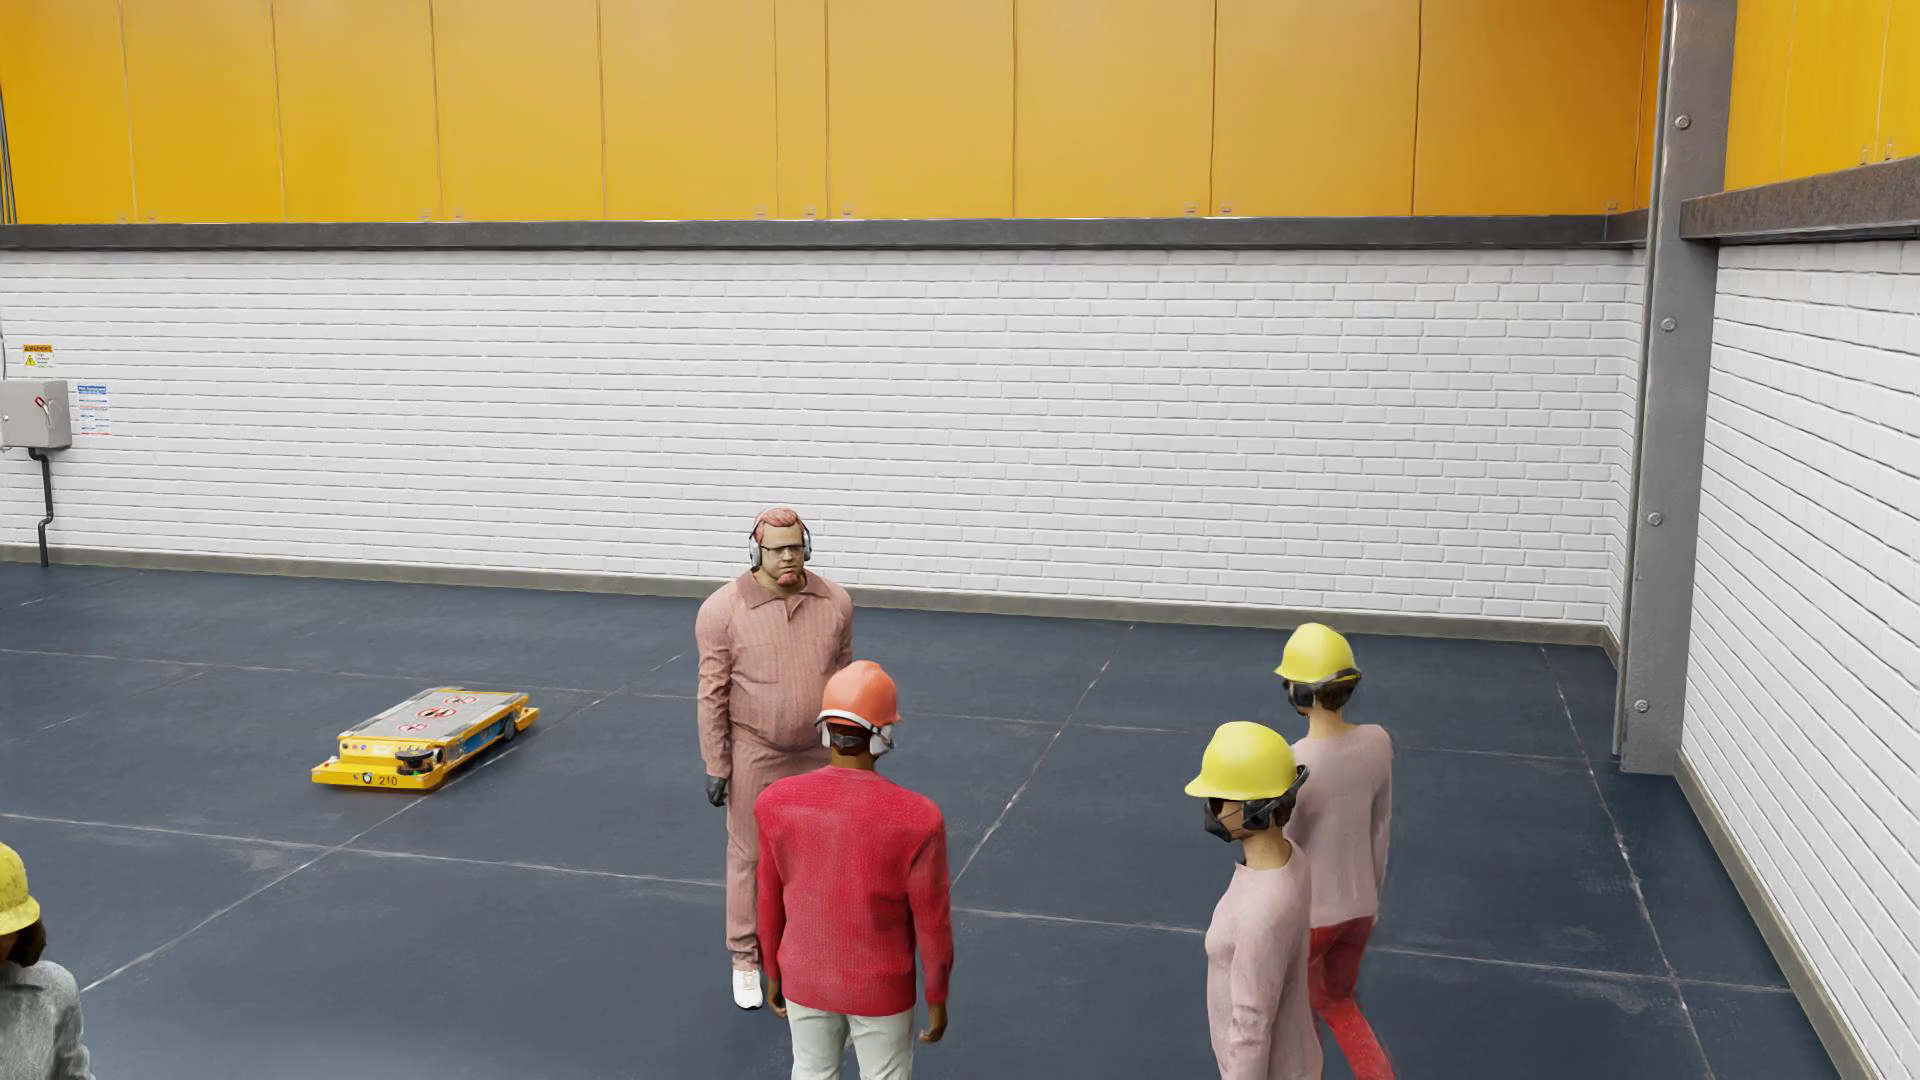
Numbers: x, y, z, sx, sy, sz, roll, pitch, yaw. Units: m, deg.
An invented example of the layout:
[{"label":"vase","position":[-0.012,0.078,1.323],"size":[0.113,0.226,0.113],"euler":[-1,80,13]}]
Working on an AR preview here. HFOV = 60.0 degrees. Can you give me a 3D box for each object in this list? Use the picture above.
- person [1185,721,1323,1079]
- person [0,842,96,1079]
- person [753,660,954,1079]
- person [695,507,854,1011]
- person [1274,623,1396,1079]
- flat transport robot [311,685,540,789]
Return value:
[{"label":"person","position":[0.694,1.293,3.991],"size":[0.340,1.760,0.525],"euler":[3,10,15]},{"label":"person","position":[-1.932,1.418,3.334],"size":[0.397,1.730,0.501],"euler":[5,11,25]},{"label":"person","position":[-0.286,1.195,4.622],"size":[0.574,1.742,0.355],"euler":[3,10,18]},{"label":"person","position":[-0.671,0.818,6.352],"size":[0.651,1.907,0.409],"euler":[-5,11,-28]},{"label":"person","position":[1.110,1.120,5.000],"size":[0.539,1.753,0.511],"euler":[-6,11,-32]},{"label":"flat transport robot","position":[-3.010,1.101,9.491],"size":[0.652,0.197,1.431],"euler":[2,10,10]}]
